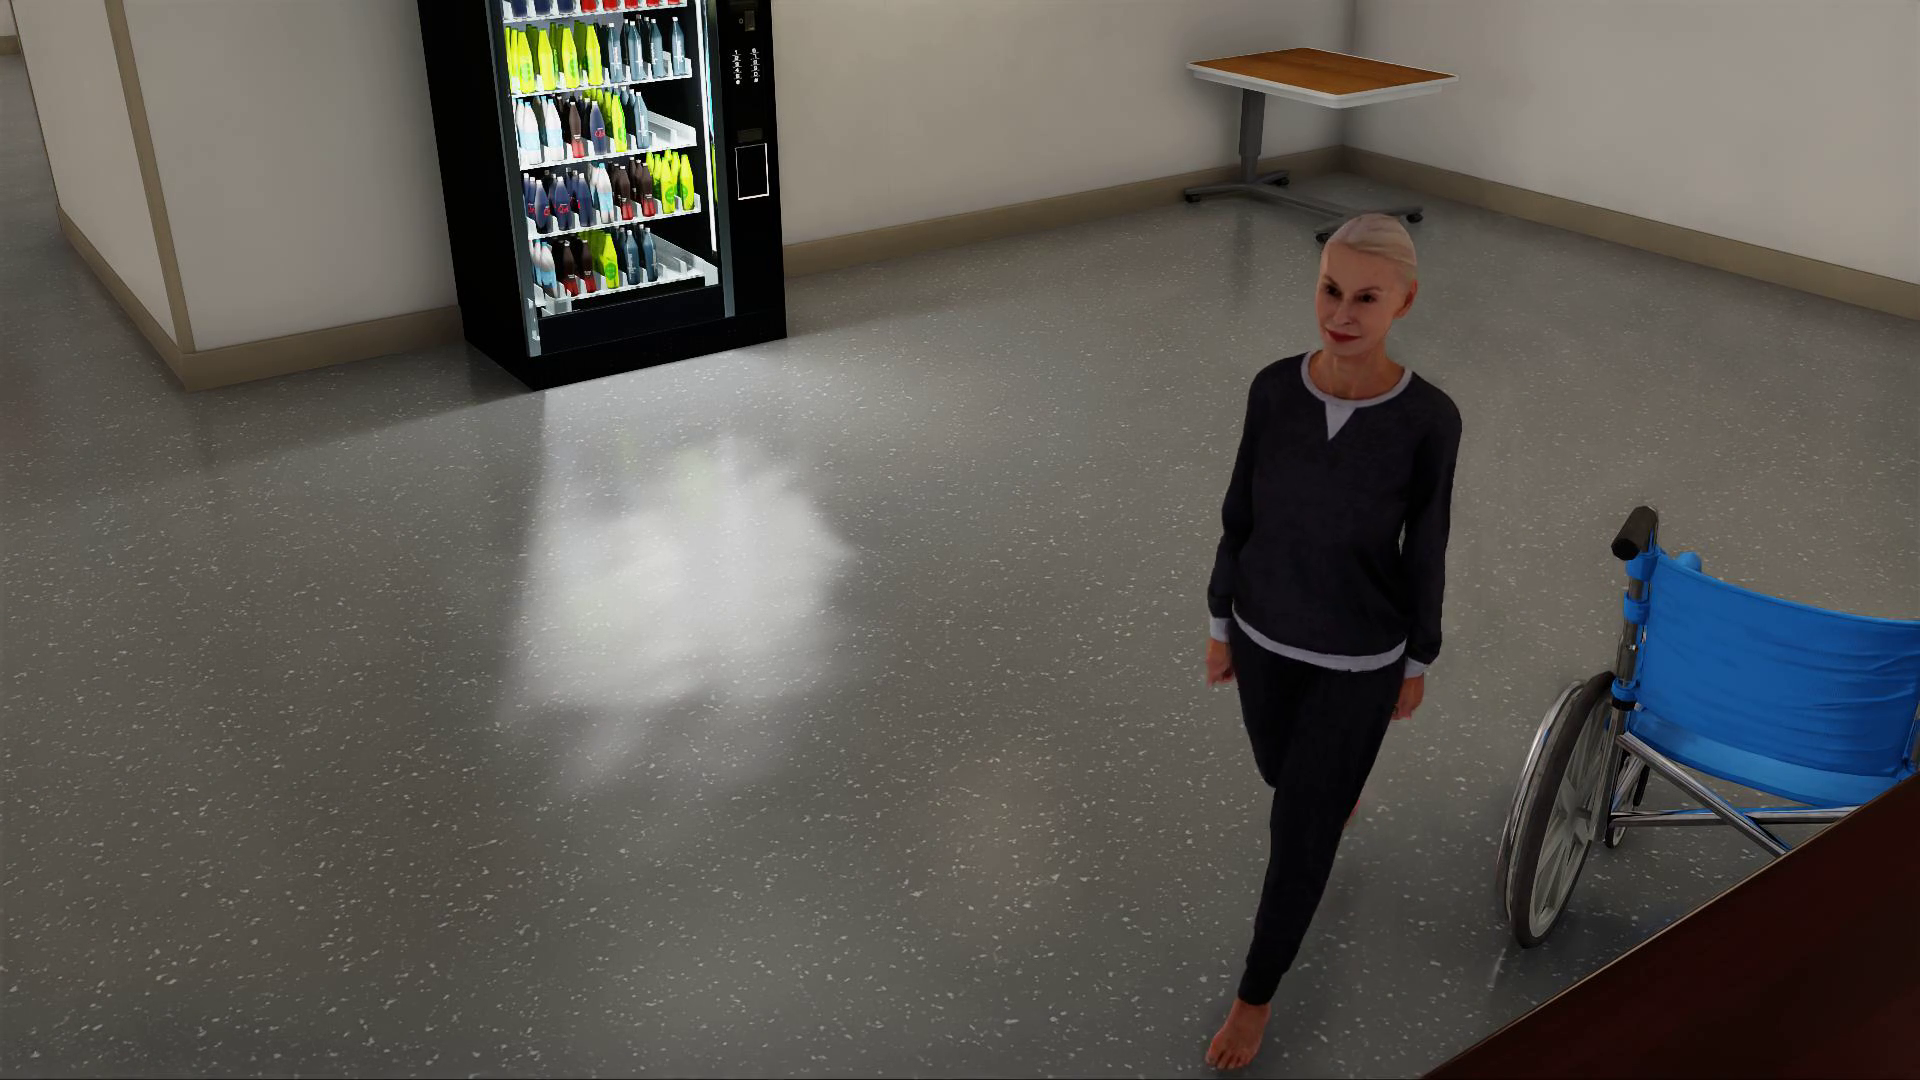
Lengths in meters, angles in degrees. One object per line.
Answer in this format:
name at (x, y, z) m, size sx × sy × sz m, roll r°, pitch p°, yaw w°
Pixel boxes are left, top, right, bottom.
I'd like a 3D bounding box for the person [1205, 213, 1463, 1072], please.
person at (0.760, 0.170, 3.383) m, size 0.886 × 1.690 × 1.179 m, roll 17°, pitch 31°, yaw 32°
